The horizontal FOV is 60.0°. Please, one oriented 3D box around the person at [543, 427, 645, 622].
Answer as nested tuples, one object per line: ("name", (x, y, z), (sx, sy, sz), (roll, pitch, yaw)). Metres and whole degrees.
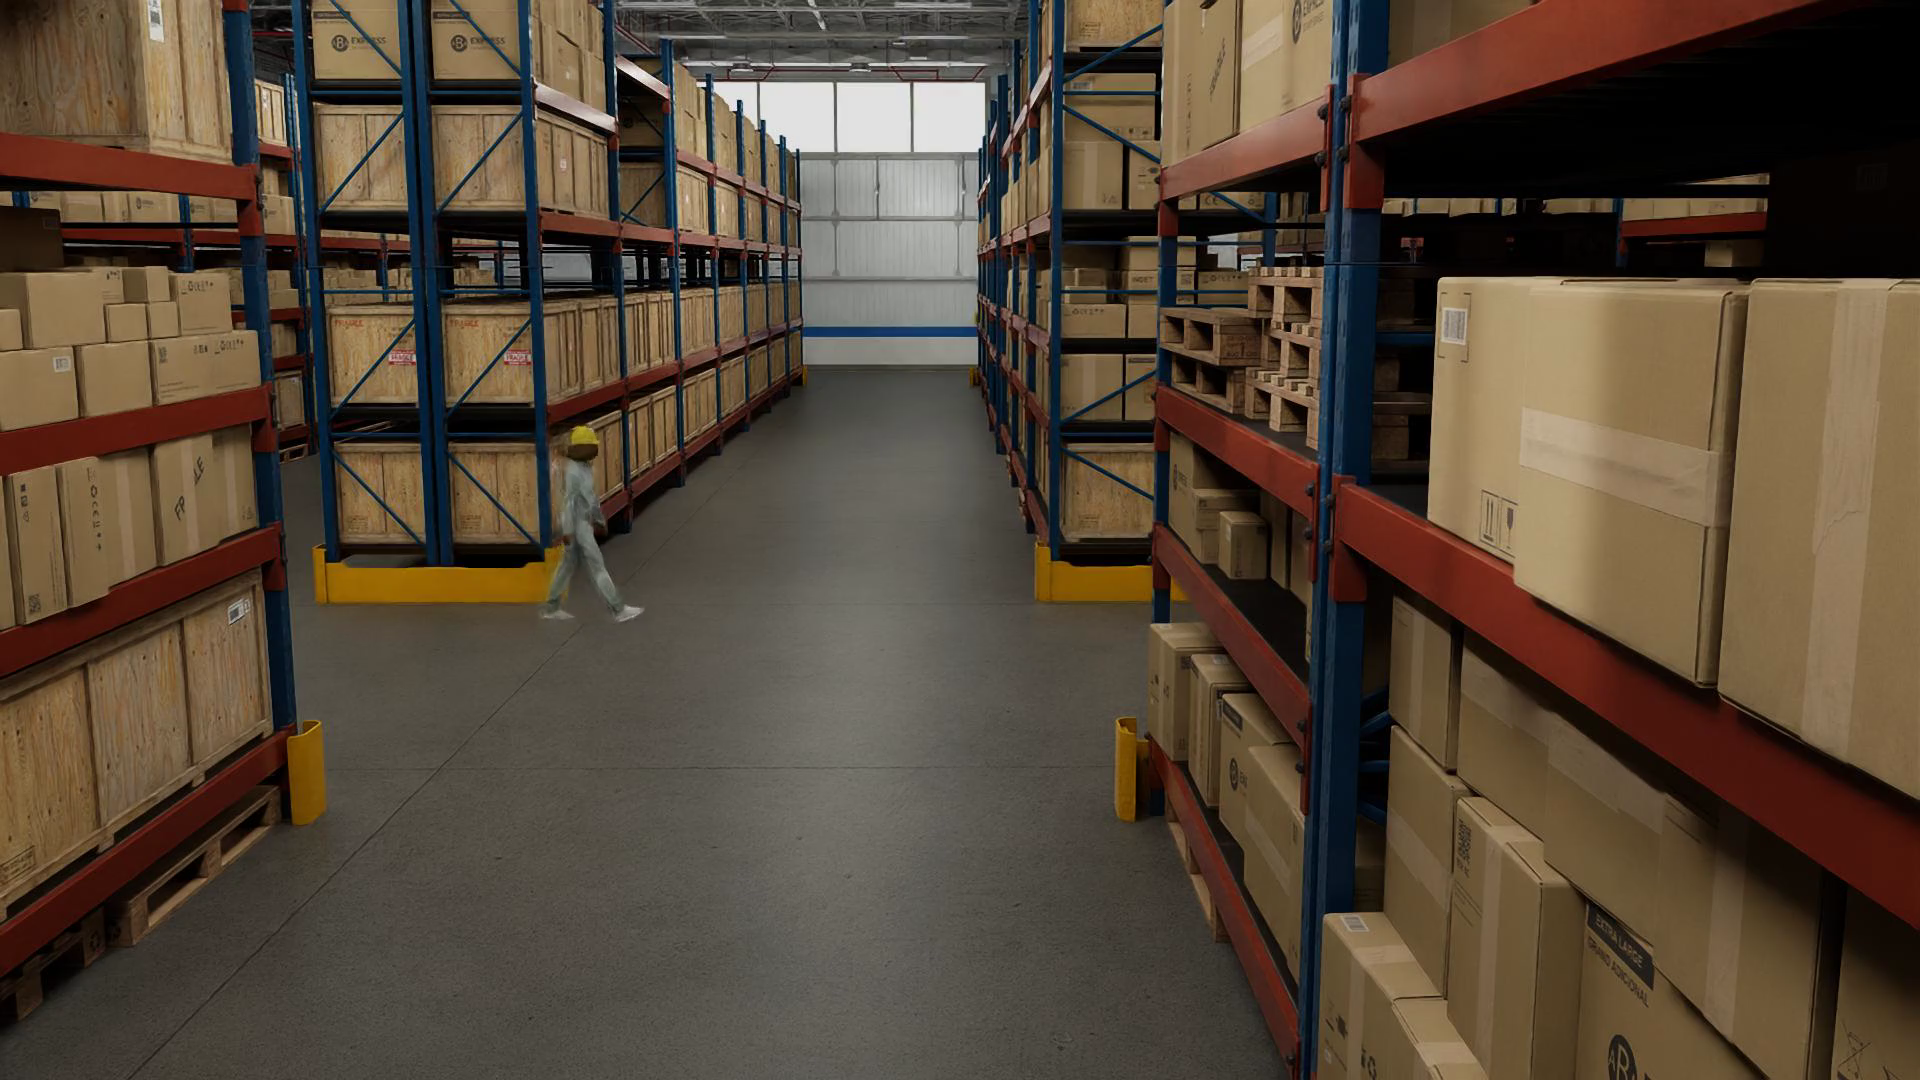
("person", (-3.193, -0.125, 14.264), (0.928, 1.691, 0.503), (0, 9, 1))
